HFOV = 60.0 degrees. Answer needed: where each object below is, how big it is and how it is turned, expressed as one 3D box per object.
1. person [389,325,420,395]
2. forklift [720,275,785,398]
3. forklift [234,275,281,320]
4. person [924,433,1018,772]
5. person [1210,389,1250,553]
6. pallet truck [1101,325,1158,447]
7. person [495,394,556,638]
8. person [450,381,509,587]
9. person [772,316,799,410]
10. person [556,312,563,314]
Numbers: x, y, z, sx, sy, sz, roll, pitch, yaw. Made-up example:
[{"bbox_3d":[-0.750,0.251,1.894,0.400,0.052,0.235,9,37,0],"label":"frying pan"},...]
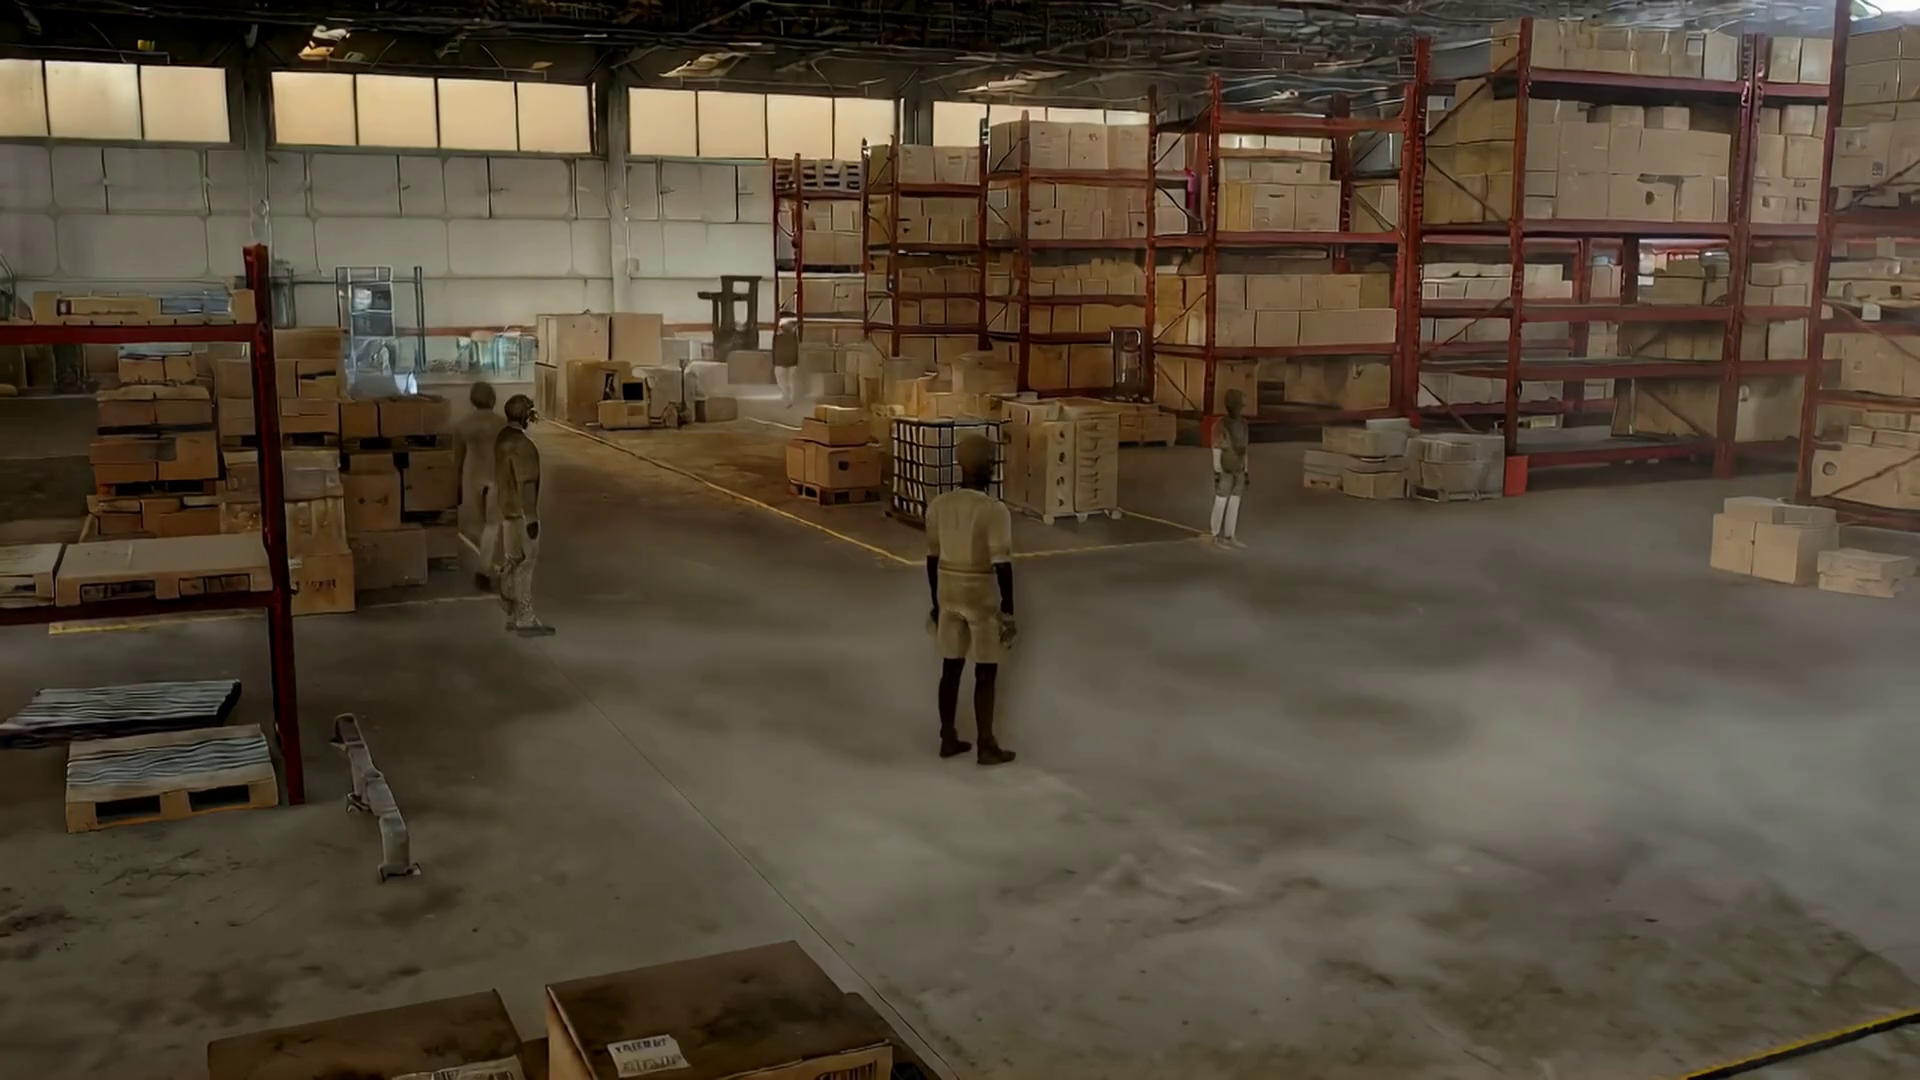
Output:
[{"bbox_3d":[-11.049,-3.349,33.084,0.627,1.844,0.429,-9,13,-43],"label":"person"},{"bbox_3d":[-5.074,-4.753,38.575,1.873,2.768,1.129,8,12,39],"label":"forklift"},{"bbox_3d":[-15.741,-4.569,37.434,1.129,2.768,1.873,-4,10,-25],"label":"forklift"},{"bbox_3d":[0.074,0.358,9.692,0.613,1.963,0.362,7,12,38],"label":"person"},{"bbox_3d":[2.797,-0.719,17.212,0.533,1.697,0.318,-8,12,-41],"label":"person"},{"bbox_3d":[2.881,-2.596,27.923,0.823,1.965,1.885,-1,9,-7],"label":"pallet truck"},{"bbox_3d":[-3.486,-0.194,13.224,0.371,1.934,0.627,-5,11,-30],"label":"person"},{"bbox_3d":[-4.398,-0.526,15.439,0.627,1.900,1.023,1,9,5],"label":"person"},{"bbox_3d":[-3.624,-3.680,34.697,0.635,1.979,0.520,-6,11,-34],"label":"person"},{"bbox_3d":[-9.700,-4.542,40.234,0.413,1.922,0.606,-1,9,-4],"label":"person"}]
